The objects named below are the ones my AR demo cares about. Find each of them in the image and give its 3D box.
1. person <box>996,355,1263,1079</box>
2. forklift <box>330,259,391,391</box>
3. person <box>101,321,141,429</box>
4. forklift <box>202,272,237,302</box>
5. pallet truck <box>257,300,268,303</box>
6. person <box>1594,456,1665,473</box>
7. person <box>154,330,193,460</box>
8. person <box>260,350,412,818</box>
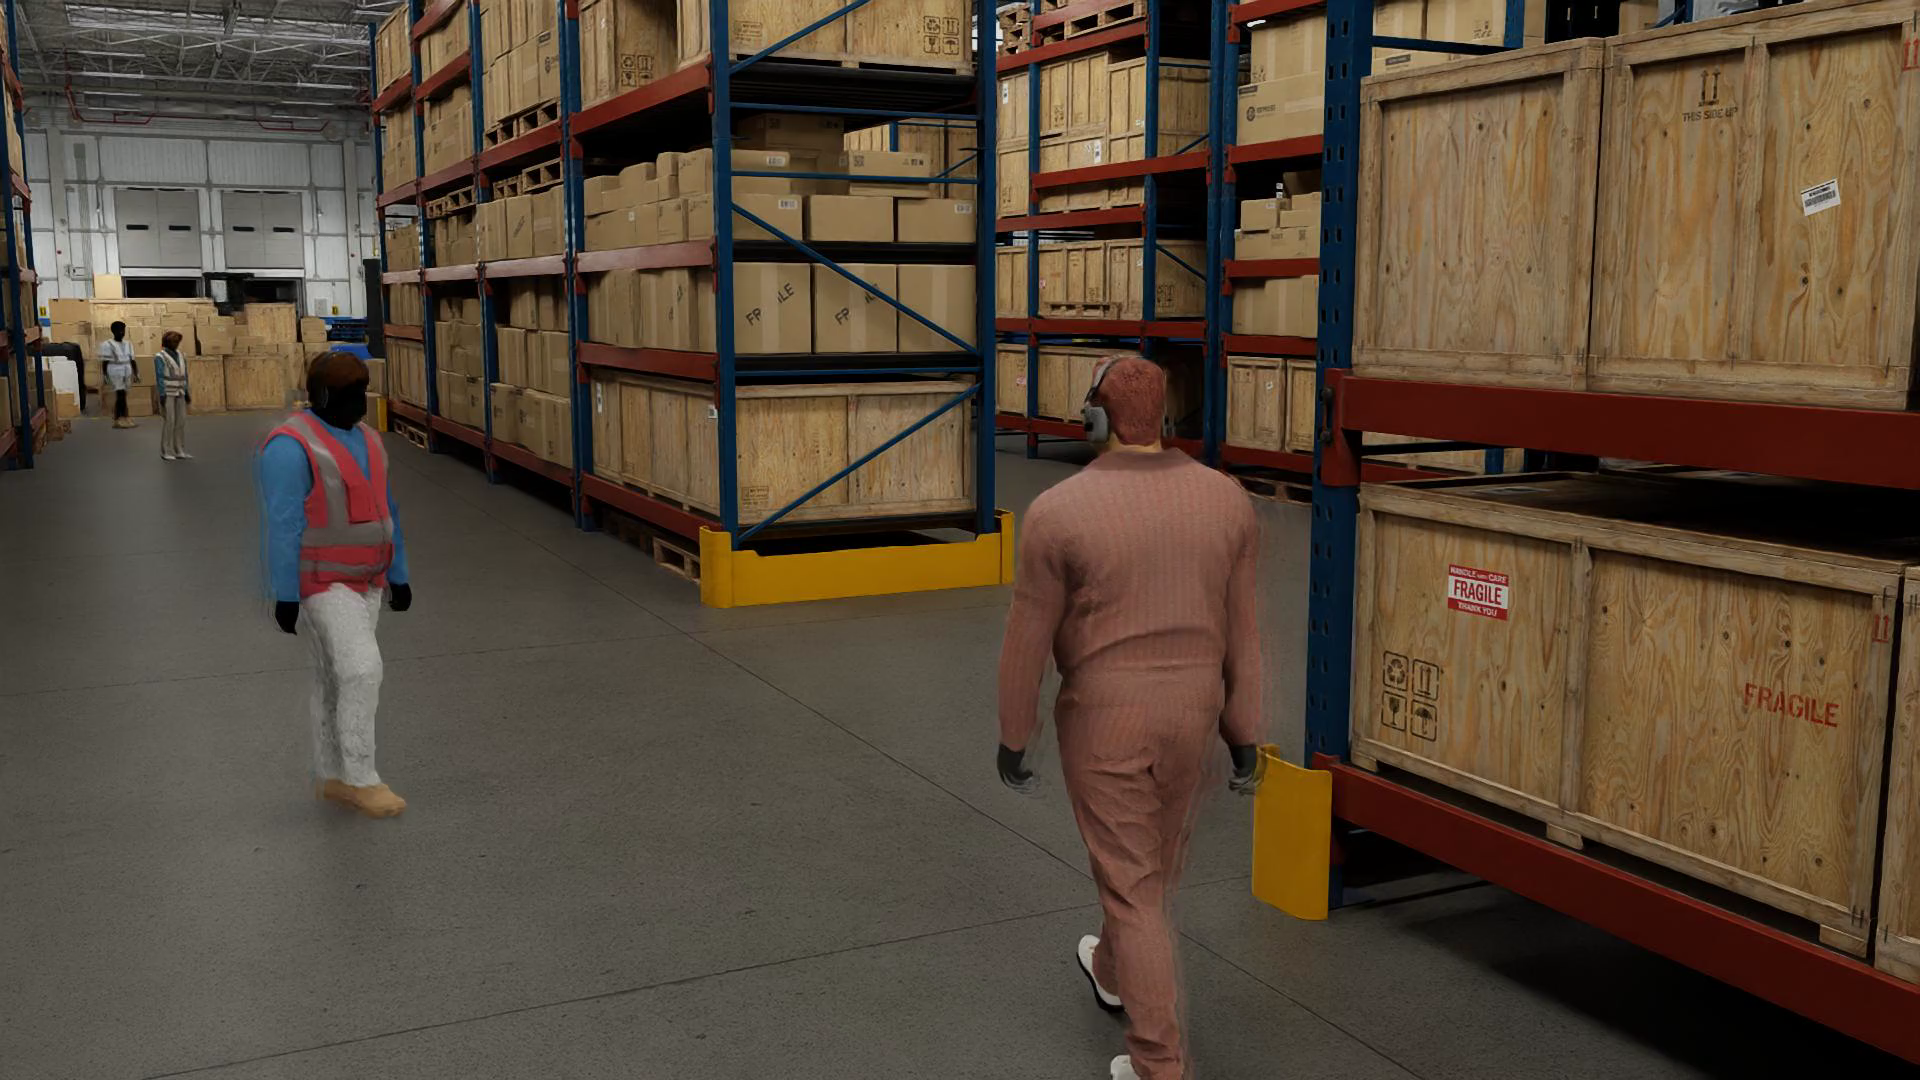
[{"bbox_3d":[0.398,0.457,4.385,0.665,1.865,0.963,-3,9,-21],"label":"person"},{"bbox_3d":[-11.763,-4.321,33.885,1.873,2.768,1.129,1,8,7],"label":"forklift"},{"bbox_3d":[-12.915,-2.540,25.722,0.787,1.662,0.549,3,9,22],"label":"person"},{"bbox_3d":[-22.509,-6.758,50.688,1.873,2.768,1.129,6,10,35],"label":"forklift"},{"bbox_3d":[-23.913,-7.404,58.171,1.885,1.965,0.823,-1,8,-9],"label":"pallet truck"},{"bbox_3d":[2.983,0.107,7.366,0.874,1.693,0.508,-4,9,-26],"label":"person"},{"bbox_3d":[-9.879,-1.814,20.879,0.347,1.628,0.525,2,8,14],"label":"person"},{"bbox_3d":[-2.336,0.172,6.517,0.622,1.820,0.653,2,8,13],"label":"person"}]
